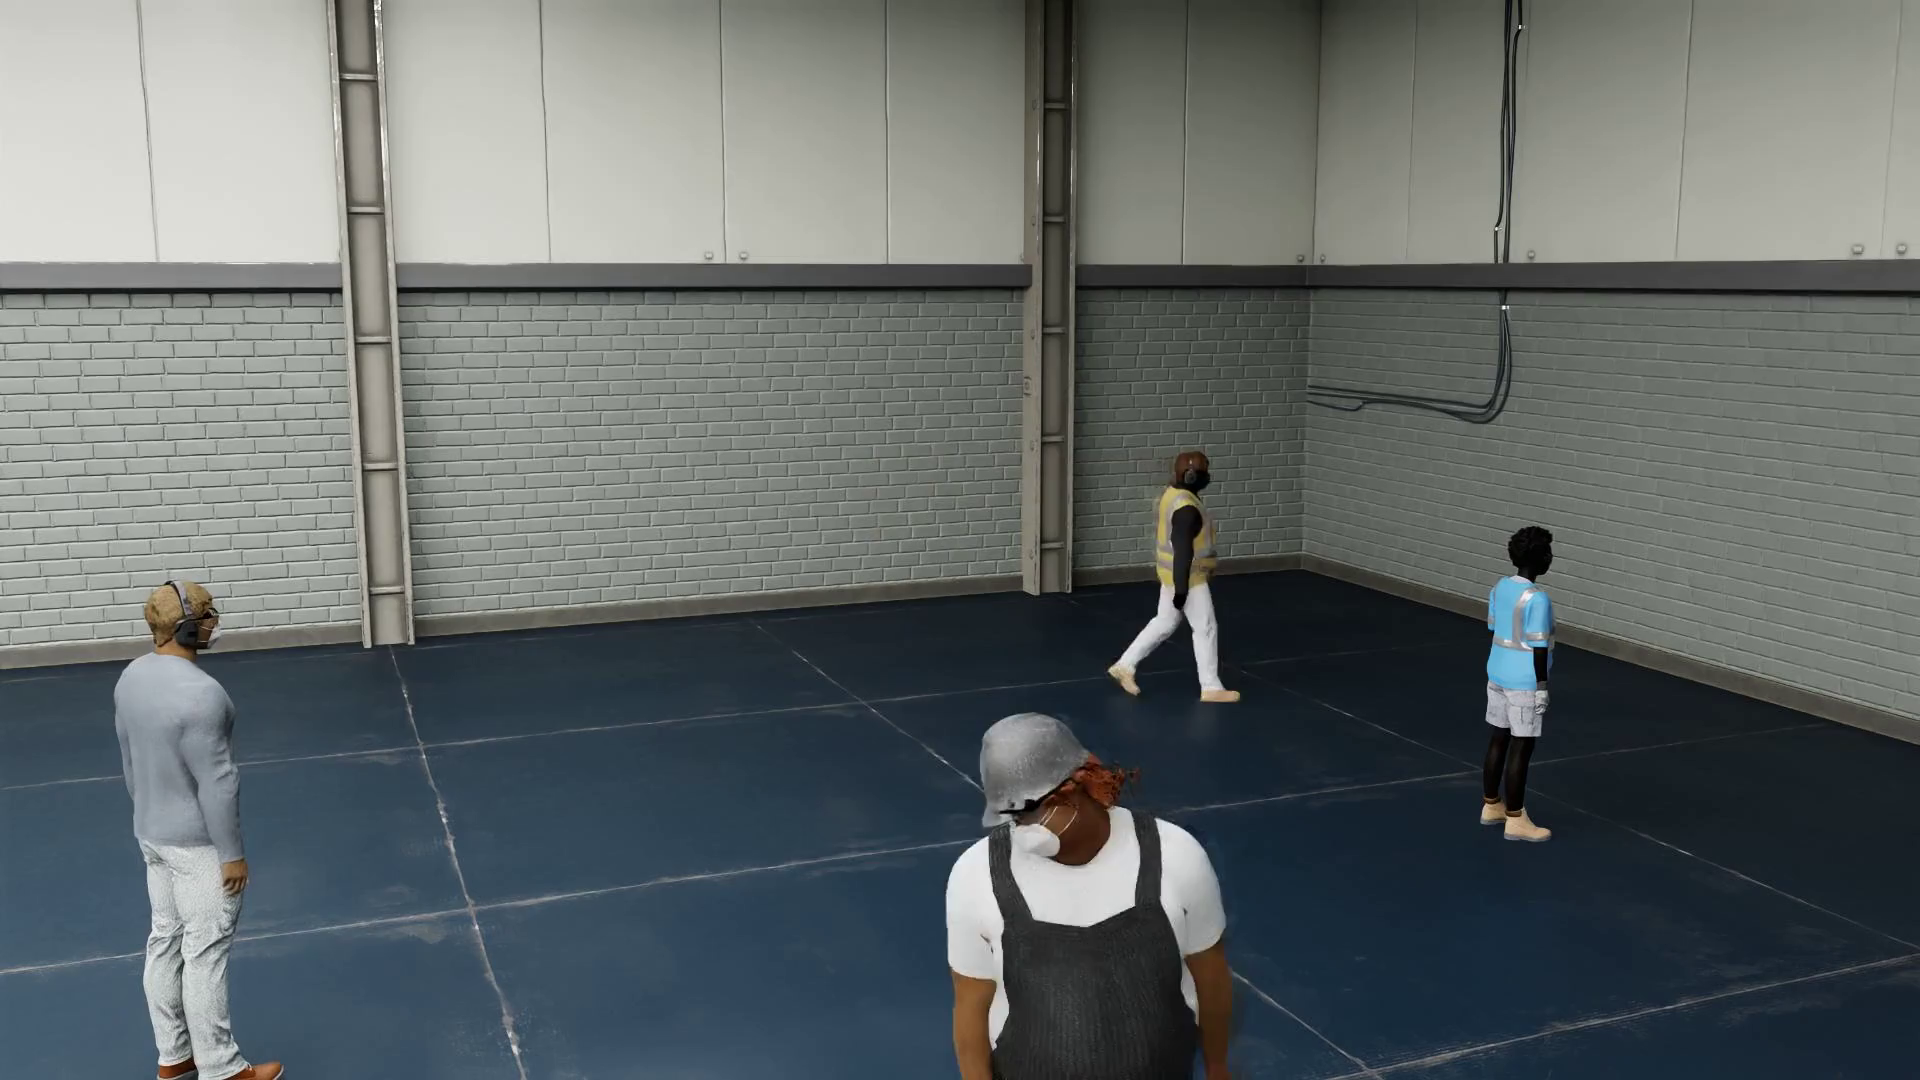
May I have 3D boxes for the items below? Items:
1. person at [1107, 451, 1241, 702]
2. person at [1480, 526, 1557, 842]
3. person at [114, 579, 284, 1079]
[{"bbox_3d":[1.524,0.259,11.822,0.890,1.815,0.613,-1,9,-3],"label":"person"},{"bbox_3d":[3.033,0.764,8.992,0.317,1.695,0.540,-1,9,-8],"label":"person"},{"bbox_3d":[-2.828,1.100,6.125,0.627,1.941,0.371,7,11,37],"label":"person"}]
